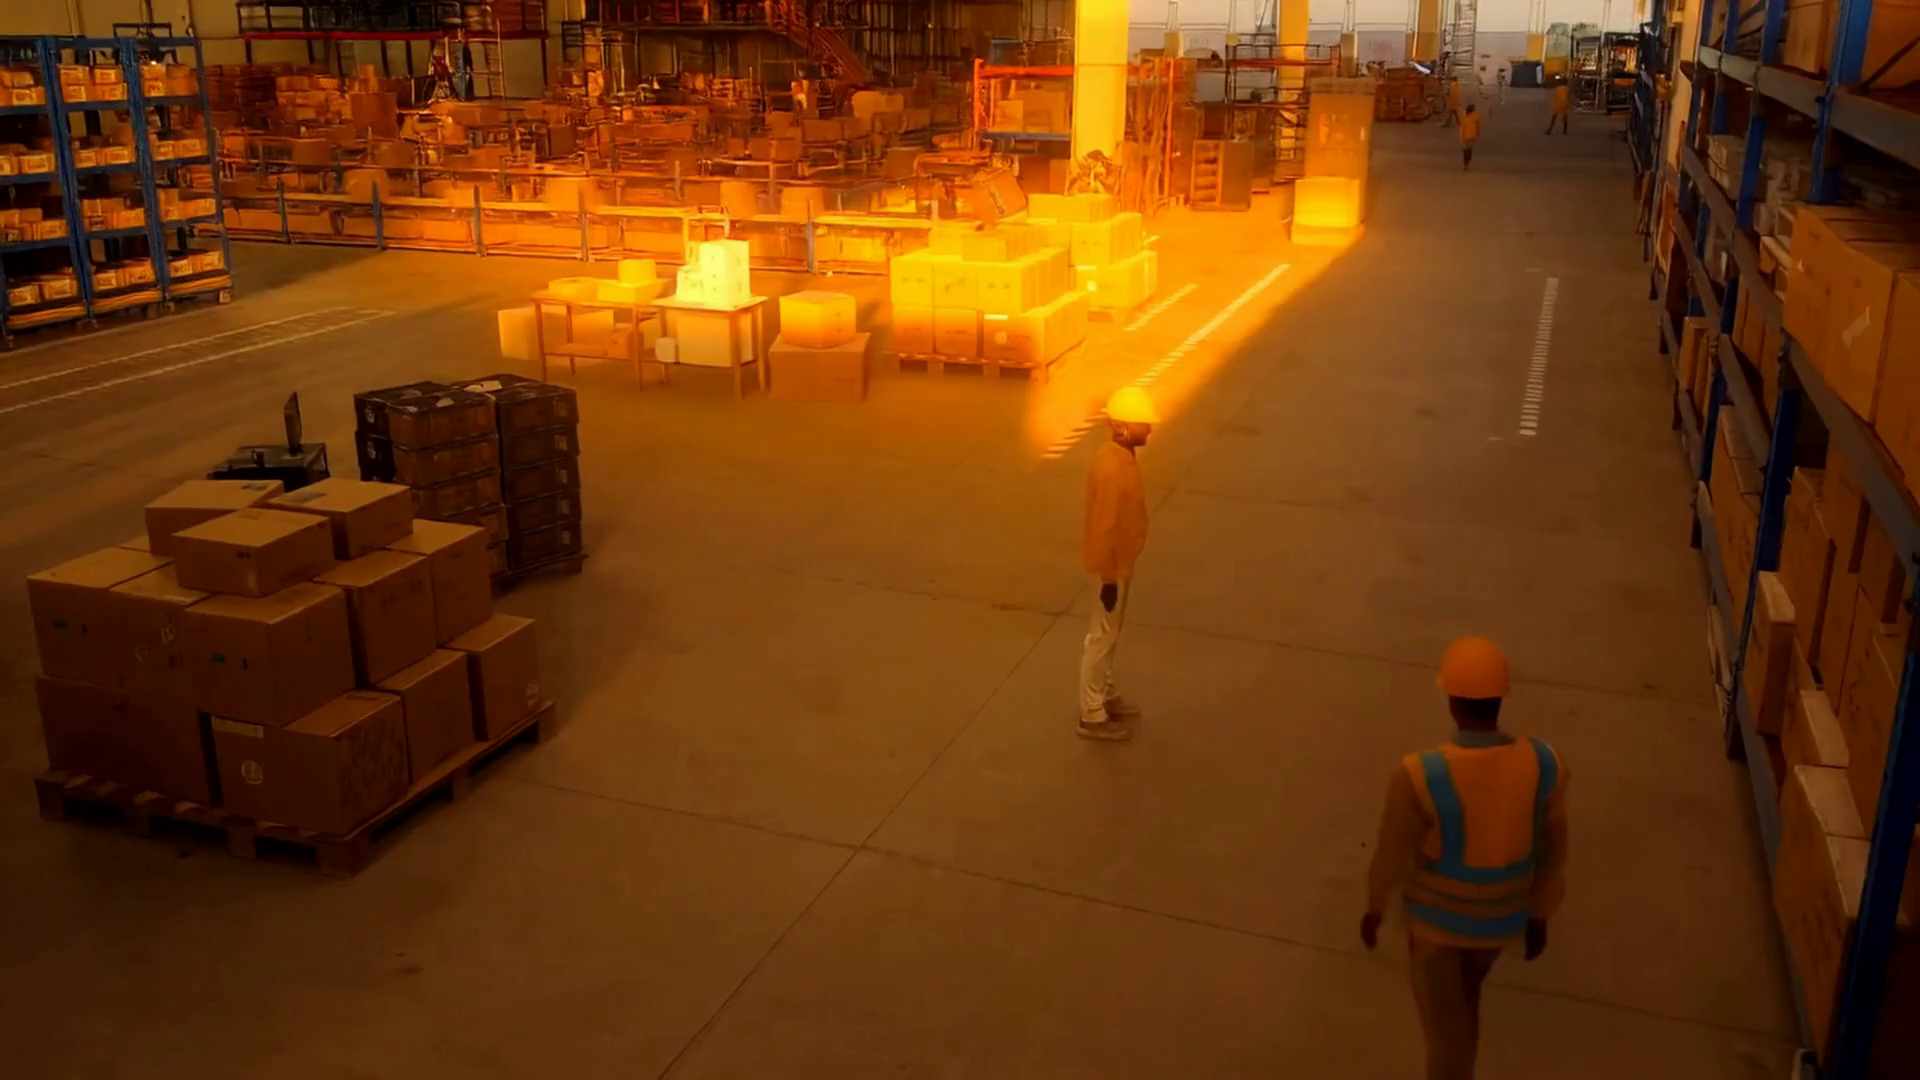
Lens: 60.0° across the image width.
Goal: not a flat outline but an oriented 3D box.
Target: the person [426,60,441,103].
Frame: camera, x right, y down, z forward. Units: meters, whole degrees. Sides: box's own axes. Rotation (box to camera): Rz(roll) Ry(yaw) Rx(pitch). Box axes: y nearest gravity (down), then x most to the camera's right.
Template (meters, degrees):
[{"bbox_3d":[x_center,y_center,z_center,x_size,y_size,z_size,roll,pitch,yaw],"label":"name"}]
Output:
[{"bbox_3d":[-23.188,-20.093,72.987,0.976,1.830,0.598,8,19,24],"label":"person"}]

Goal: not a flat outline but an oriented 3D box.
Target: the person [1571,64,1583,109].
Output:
[{"bbox_3d":[25.488,-18.727,68.714,0.522,1.825,0.437,-8,19,-24],"label":"person"}]

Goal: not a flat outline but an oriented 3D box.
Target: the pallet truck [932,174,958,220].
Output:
[{"bbox_3d":[-0.507,-5.292,27.348,0.653,1.274,1.630,6,19,19],"label":"pallet truck"}]

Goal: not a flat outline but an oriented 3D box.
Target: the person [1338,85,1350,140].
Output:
[{"bbox_3d":[12.042,-13.471,52.423,0.541,1.679,0.608,-13,22,-36],"label":"person"}]

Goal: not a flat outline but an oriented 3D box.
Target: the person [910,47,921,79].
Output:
[{"bbox_3d":[-2.551,-28.444,99.172,1.006,1.871,0.608,5,18,14],"label":"person"}]

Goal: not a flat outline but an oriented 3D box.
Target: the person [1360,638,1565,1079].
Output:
[{"bbox_3d":[1.699,1.246,5.778,0.633,1.924,0.652,-4,18,-12],"label":"person"}]

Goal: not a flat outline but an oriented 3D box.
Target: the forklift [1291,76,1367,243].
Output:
[{"bbox_3d":[6.598,-6.755,29.381,1.129,2.768,1.873,6,19,19],"label":"forklift"}]

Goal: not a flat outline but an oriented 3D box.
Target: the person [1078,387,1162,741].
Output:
[{"bbox_3d":[0.883,0.127,9.219,0.415,1.985,0.611,4,18,13],"label":"person"}]

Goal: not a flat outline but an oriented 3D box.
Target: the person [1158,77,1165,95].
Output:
[{"bbox_3d":[7.048,-15.381,58.292,0.331,1.768,0.526,4,18,13],"label":"person"}]

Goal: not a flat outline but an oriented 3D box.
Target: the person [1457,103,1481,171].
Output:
[{"bbox_3d":[12.891,-10.233,42.244,0.557,1.674,0.593,-2,18,-7],"label":"person"}]

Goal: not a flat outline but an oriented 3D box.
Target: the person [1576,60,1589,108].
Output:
[{"bbox_3d":[26.197,-19.193,70.007,0.382,1.923,0.614,8,19,25],"label":"person"}]

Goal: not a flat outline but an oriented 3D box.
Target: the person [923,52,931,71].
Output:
[{"bbox_3d":[-1.766,-25.779,90.944,0.665,1.793,0.971,-10,20,-28],"label":"person"}]

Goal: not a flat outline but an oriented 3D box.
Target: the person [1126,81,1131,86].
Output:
[{"bbox_3d":[6.055,-16.119,60.239,0.386,1.993,0.622,-2,18,-6],"label":"person"}]

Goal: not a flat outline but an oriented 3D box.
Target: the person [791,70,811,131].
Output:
[{"bbox_3d":[-5.344,-14.799,56.026,0.631,2.027,0.423,-8,19,-24],"label":"person"}]

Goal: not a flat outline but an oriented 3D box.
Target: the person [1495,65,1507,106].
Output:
[{"bbox_3d":[23.111,-19.439,71.145,0.479,1.689,0.763,5,18,17],"label":"person"}]

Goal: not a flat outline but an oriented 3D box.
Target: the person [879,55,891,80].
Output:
[{"bbox_3d":[-3.534,-21.946,78.665,0.581,1.920,0.493,-4,18,-13],"label":"person"}]

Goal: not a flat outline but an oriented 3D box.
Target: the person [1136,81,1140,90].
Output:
[{"bbox_3d":[8.801,-22.974,81.906,0.390,1.925,0.624,-12,21,-32],"label":"person"}]

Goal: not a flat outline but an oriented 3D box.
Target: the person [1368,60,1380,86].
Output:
[{"bbox_3d":[19.573,-21.805,78.612,0.372,1.680,0.539,-8,19,-23],"label":"person"}]

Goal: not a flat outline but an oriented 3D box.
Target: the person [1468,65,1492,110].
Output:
[{"bbox_3d":[21.394,-18.621,68.417,1.015,1.803,0.487,13,22,35],"label":"person"}]

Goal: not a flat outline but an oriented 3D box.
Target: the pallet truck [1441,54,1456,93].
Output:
[{"bbox_3d":[22.765,-21.886,78.355,0.823,1.965,1.885,-4,18,-14],"label":"pallet truck"}]

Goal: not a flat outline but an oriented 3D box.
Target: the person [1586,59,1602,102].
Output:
[{"bbox_3d":[28.529,-20.611,74.547,0.641,1.876,0.640,6,19,20],"label":"person"}]

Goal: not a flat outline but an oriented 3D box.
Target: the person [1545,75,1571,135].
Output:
[{"bbox_3d":[19.589,-14.167,54.239,0.994,1.914,0.630,-13,22,-34],"label":"person"}]

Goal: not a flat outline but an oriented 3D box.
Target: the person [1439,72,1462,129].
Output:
[{"bbox_3d":[17.090,-15.178,57.469,0.548,1.896,1.013,-14,22,-37],"label":"person"}]

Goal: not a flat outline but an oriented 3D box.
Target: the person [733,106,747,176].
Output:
[{"bbox_3d":[-5.264,-9.433,39.612,0.479,1.751,0.545,-3,18,-10],"label":"person"}]
